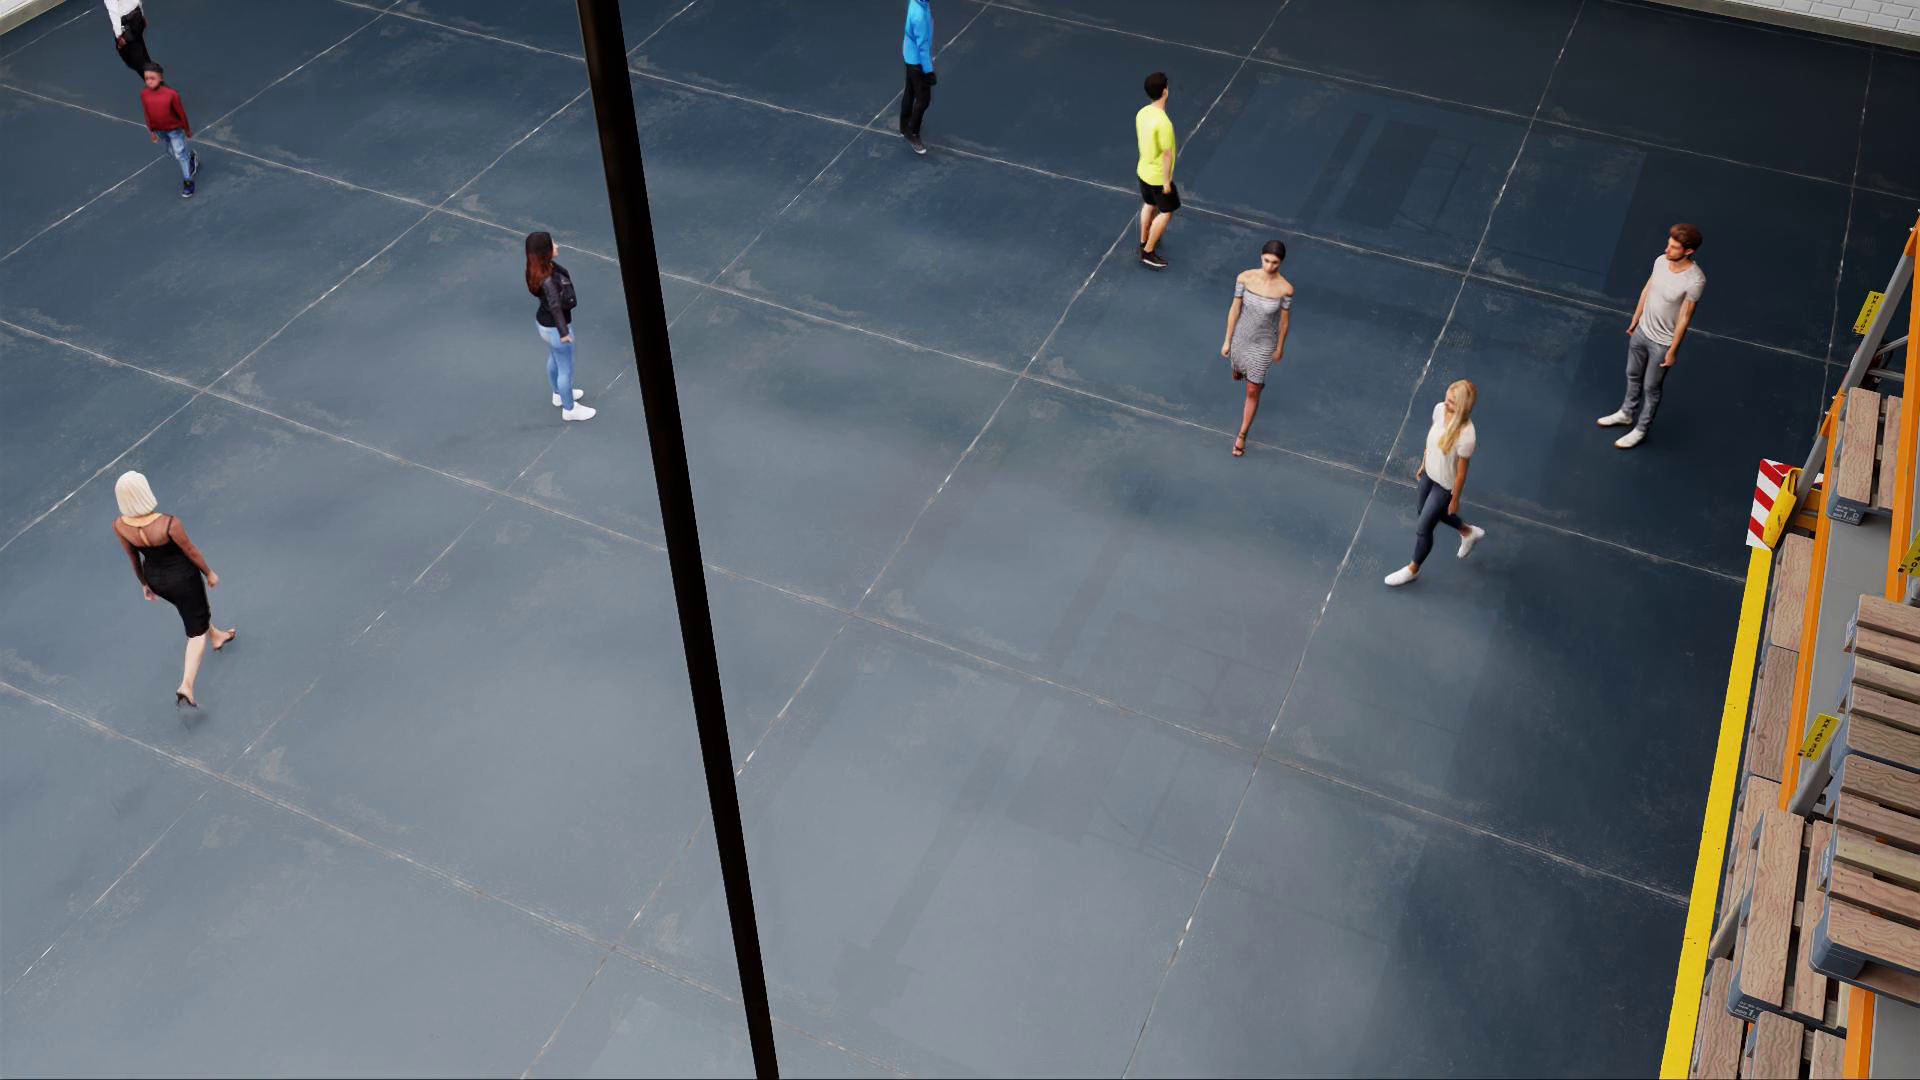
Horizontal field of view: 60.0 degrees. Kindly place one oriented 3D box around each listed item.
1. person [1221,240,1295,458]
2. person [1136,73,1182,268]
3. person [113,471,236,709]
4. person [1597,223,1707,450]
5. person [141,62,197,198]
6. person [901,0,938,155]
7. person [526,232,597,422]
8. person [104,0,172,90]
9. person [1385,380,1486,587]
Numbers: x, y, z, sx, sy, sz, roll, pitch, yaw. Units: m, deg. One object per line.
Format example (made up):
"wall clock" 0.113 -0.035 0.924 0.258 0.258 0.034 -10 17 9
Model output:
"person" 2.235 -1.518 12.545 0.608 1.796 1.010 18 47 18
"person" 1.686 -3.170 14.363 0.874 1.680 0.846 -13 45 -13
"person" -5.050 0.331 10.661 0.794 1.719 1.128 6 44 6
"person" 5.268 -1.550 12.513 0.809 1.886 0.754 -15 46 -15
"person" -7.313 -3.861 15.403 0.685 1.247 0.890 2 44 2
"person" -0.424 -4.549 15.743 0.882 1.773 0.733 -14 45 -14
"person" -3.115 -1.666 12.819 0.760 1.633 0.722 -19 47 -19
"person" -7.976 -5.000 16.180 0.871 1.823 0.776 -2 44 -2
"person" 3.378 -0.407 11.384 1.008 1.789 1.002 -9 44 -10
